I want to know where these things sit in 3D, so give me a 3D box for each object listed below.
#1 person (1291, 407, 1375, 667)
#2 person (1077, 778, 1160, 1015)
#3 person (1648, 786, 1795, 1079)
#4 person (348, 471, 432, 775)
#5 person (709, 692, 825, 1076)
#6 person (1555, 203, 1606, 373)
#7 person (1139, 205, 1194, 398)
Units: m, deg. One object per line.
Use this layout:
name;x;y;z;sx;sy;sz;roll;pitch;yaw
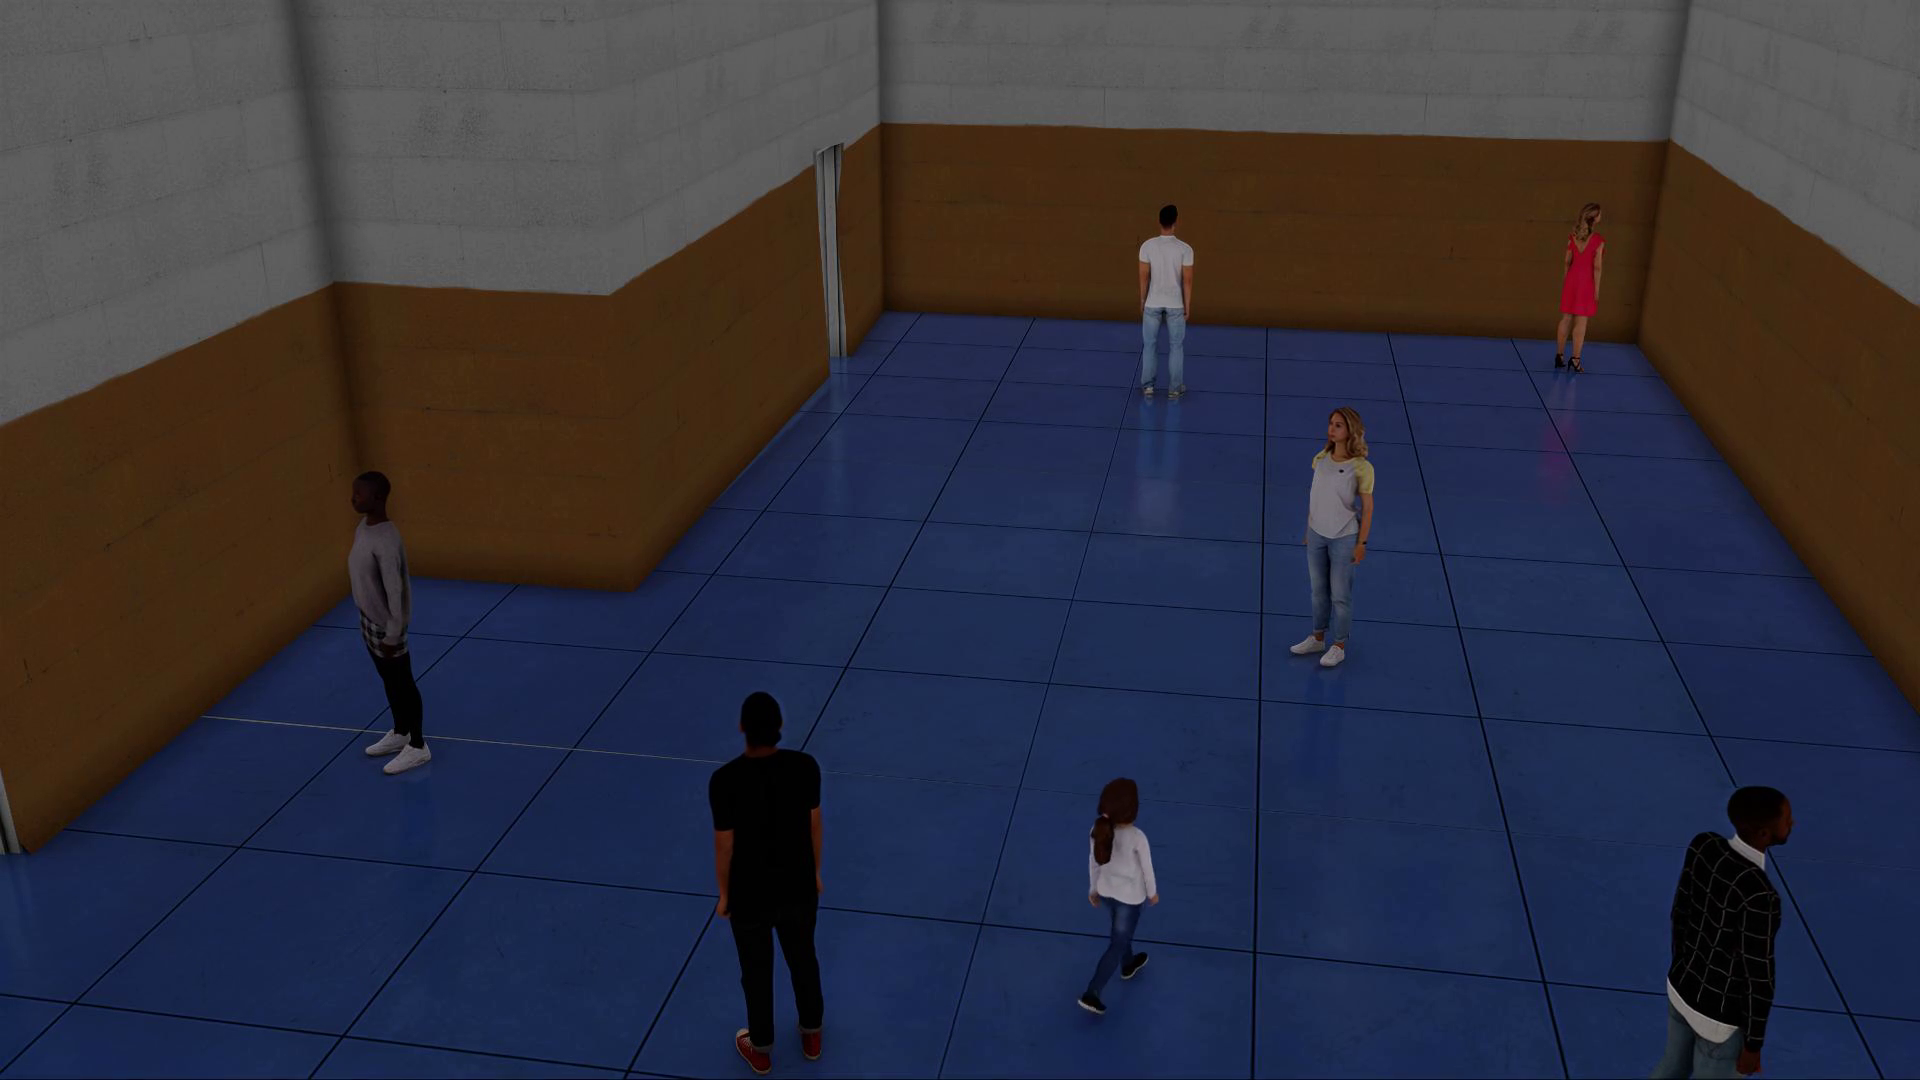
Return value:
person;2.402;-0.025;10.636;0.770;1.722;0.692;-17;28;-36
person;0.689;1.599;7.459;0.792;1.092;0.755;20;29;40
person;2.796;1.712;6.203;0.656;1.819;0.732;-3;22;-7
person;-3.237;0.449;9.411;0.754;1.772;0.684;-16;27;-35
person;-0.791;1.437;6.971;0.668;1.758;0.772;-8;23;-20
person;6.354;-2.601;17.061;0.718;1.728;0.666;-13;25;-29
person;1.989;-2.318;16.175;0.493;1.864;0.742;5;22;13
